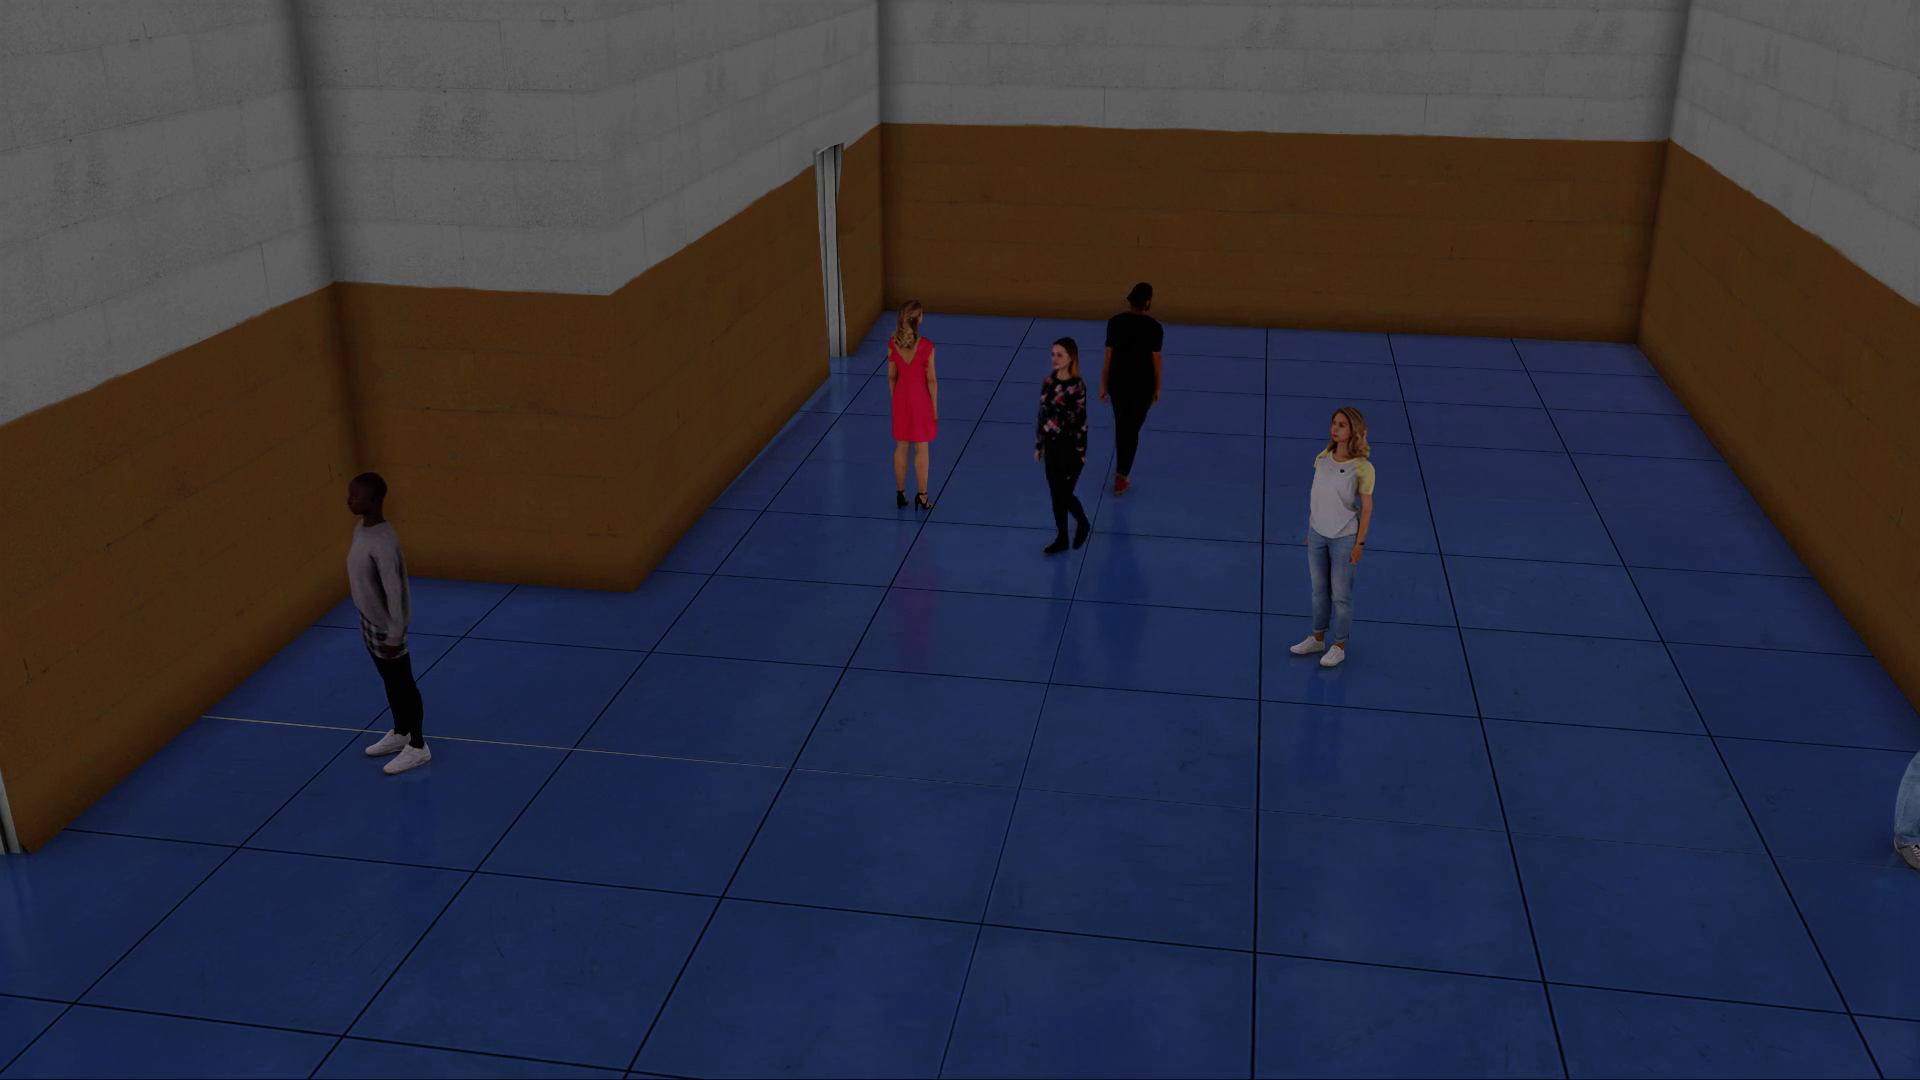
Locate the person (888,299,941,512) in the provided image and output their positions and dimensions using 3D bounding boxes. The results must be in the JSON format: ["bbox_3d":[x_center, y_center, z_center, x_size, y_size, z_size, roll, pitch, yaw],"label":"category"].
[{"bbox_3d":[-0.385,-1.079,13.272,0.561,1.728,0.689,10,24,24],"label":"person"}]

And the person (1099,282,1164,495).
[{"bbox_3d":[1.377,-1.207,13.589,0.930,1.729,0.834,8,23,20],"label":"person"}]

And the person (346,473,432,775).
[{"bbox_3d":[-3.232,0.454,9.400,0.748,1.771,0.684,-15,27,-33],"label":"person"}]

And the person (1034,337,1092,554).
[{"bbox_3d":[0.831,-0.705,12.409,0.783,1.678,0.718,-18,28,-38],"label":"person"}]

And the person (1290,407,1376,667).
[{"bbox_3d":[2.409,-0.029,10.644,0.770,1.723,0.694,-17,27,-36],"label":"person"}]
